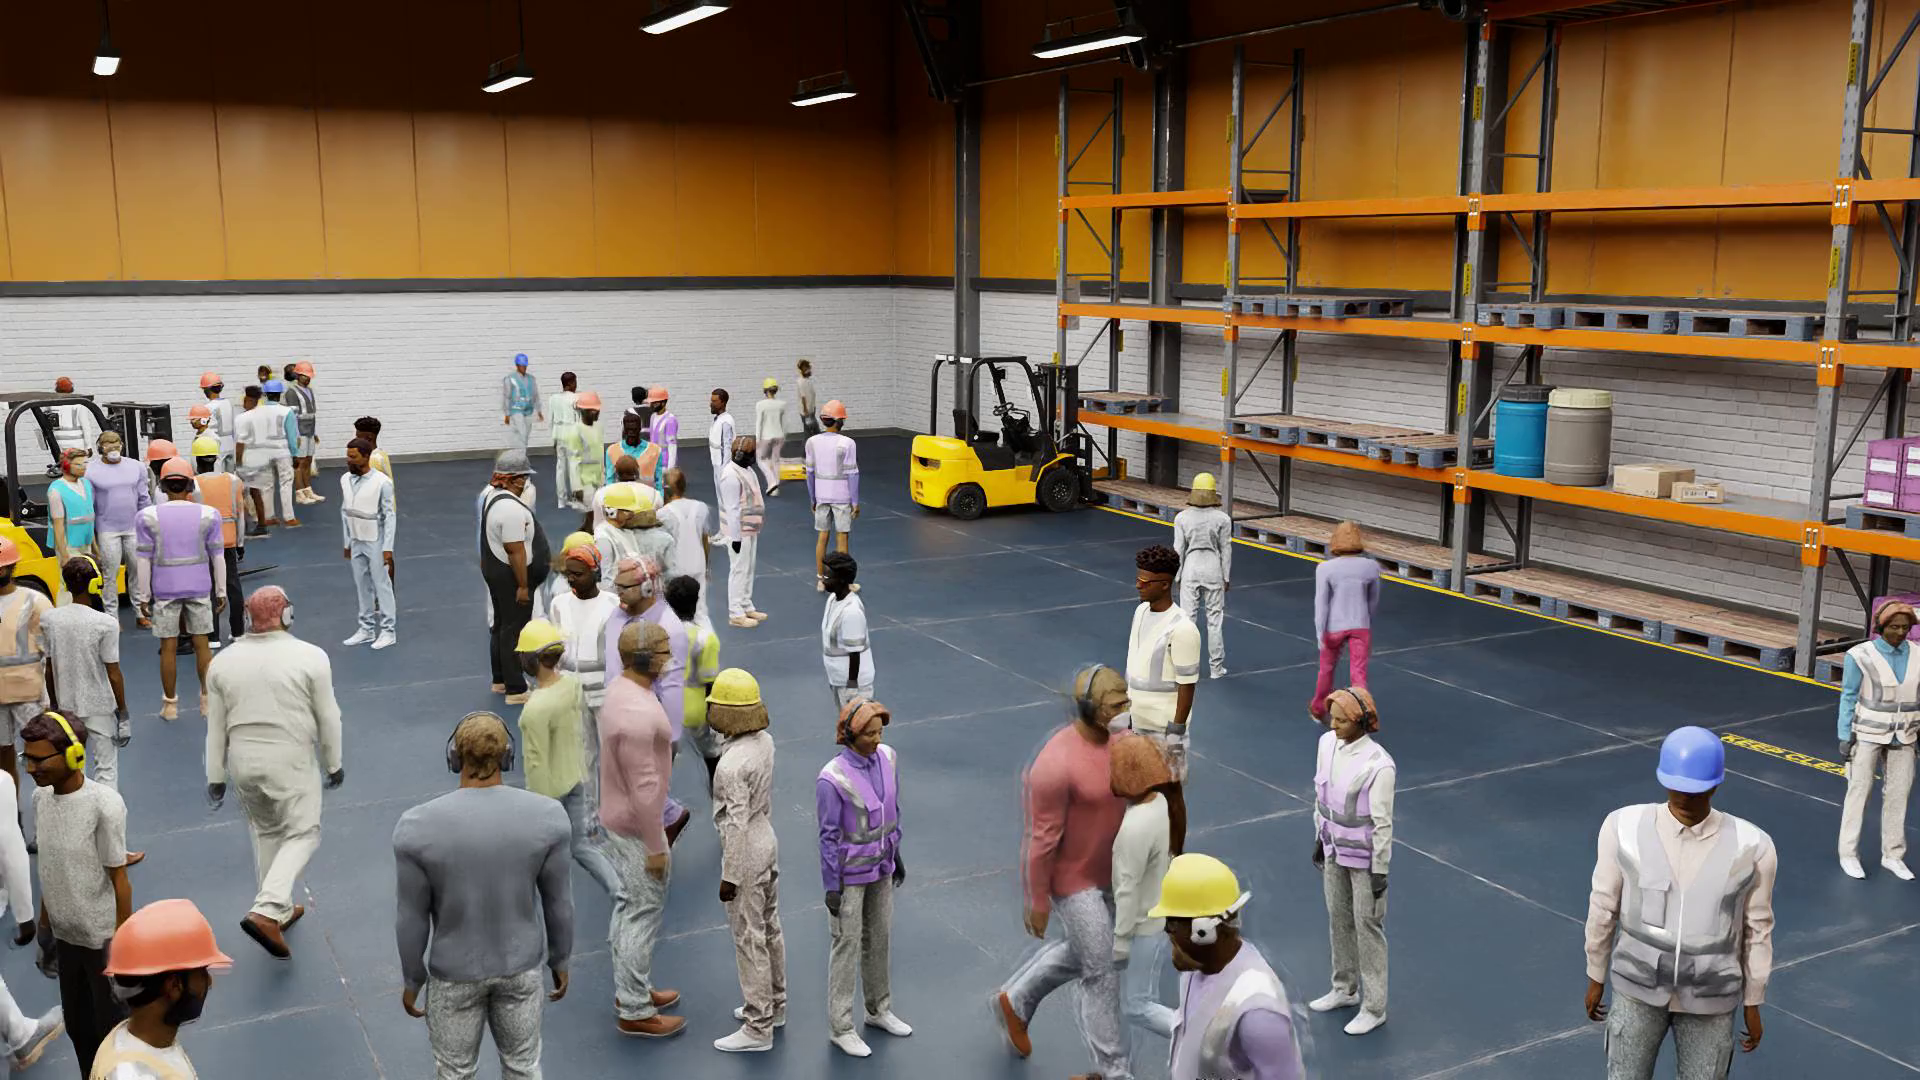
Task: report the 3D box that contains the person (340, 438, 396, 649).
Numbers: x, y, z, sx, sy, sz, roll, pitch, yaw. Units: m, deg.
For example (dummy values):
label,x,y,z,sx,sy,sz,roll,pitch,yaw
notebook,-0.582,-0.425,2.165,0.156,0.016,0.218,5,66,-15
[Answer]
label,x,y,z,sx,sy,sz,roll,pitch,yaw
person,-5.353,0.024,15.086,0.590,1.916,0.393,5,11,28

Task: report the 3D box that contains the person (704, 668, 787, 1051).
label,x,y,z,sx,sy,sz,roll,pitch,yaw
person,-0.980,1.429,7.491,0.324,1.743,0.490,2,10,11

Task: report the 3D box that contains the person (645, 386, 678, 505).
label,x,y,z,sx,sy,sz,roll,pitch,yaw
person,-3.720,-0.961,20.730,0.394,1.930,0.546,-7,12,-36

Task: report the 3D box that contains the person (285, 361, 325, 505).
label,x,y,z,sx,sy,sz,roll,pitch,yaw
person,-9.301,-1.525,23.658,0.393,2.036,0.605,1,10,6

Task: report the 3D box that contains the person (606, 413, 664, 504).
label,x,y,z,sx,sy,sz,roll,pitch,yaw
person,-3.384,-0.371,17.351,0.600,1.917,0.376,-1,10,-8

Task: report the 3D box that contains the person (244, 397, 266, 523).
label,x,y,z,sx,sy,sz,roll,pitch,yaw
person,-9.329,-1.085,21.945,0.477,1.751,0.528,3,10,17

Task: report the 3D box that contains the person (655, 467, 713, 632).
label,x,y,z,sx,sy,sz,roll,pitch,yaw
person,-2.285,0.292,13.889,0.524,1.811,0.949,-6,11,-29

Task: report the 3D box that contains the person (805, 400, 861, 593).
label,x,y,z,sx,sy,sz,roll,pitch,yaw
person,-1.314,-0.443,17.410,0.607,2.044,0.376,5,11,25

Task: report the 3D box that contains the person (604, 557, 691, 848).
label,x,y,z,sx,sy,sz,roll,pitch,yaw
person,-1.783,1.013,9.455,0.667,1.889,0.553,9,14,43

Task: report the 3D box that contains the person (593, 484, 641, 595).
label,x,y,z,sx,sy,sz,roll,pitch,yaw
person,-2.620,0.468,12.811,0.403,1.821,0.602,1,10,6

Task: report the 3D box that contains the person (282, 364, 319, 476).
label,x,y,z,sx,sy,sz,roll,pitch,yaw
person,-10.446,-1.875,26.307,0.502,1.832,0.686,-2,10,-10

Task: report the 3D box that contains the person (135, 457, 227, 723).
label,x,y,z,sx,sy,sz,roll,pitch,yaw
person,-5.947,0.378,12.727,0.619,2.029,0.410,-6,11,-30

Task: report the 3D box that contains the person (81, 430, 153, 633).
label,x,y,z,sx,sy,sz,roll,pitch,yaw
person,-7.929,-0.080,15.660,0.375,1.930,0.636,9,13,43

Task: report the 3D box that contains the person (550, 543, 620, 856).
label,x,y,z,sx,sy,sz,roll,pitch,yaw
person,-2.188,0.945,9.909,0.568,1.878,0.351,4,11,22

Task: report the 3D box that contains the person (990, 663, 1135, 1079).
label,x,y,z,sx,sy,sz,roll,pitch,yaw
person,0.487,1.427,7.060,0.936,1.908,0.639,8,13,39

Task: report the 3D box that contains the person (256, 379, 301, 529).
label,x,y,z,sx,sy,sz,roll,pitch,yaw
person,-8.852,-1.111,21.561,0.605,1.939,0.415,2,10,11

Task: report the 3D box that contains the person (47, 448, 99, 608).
label,x,y,z,sx,sy,sz,roll,pitch,yaw
person,-8.011,0.077,15.022,0.392,1.834,0.562,0,10,-1

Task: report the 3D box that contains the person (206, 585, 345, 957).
label,x,y,z,sx,sy,sz,roll,pitch,yaw
person,-3.563,1.189,8.534,0.667,1.864,0.698,1,10,7

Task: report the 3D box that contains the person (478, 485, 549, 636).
label,x,y,z,sx,sy,sz,roll,pitch,yaw
person,-4.086,0.076,15.217,0.604,1.769,0.950,-9,13,-41

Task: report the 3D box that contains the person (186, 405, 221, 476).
label,x,y,z,sx,sy,sz,roll,pitch,yaw
person,-9.089,-0.752,20.016,0.563,1.753,0.327,9,13,41

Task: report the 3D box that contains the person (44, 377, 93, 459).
label,x,y,z,sx,sy,sz,roll,pitch,yaw
person,-12.159,-1.289,22.734,0.574,1.884,0.356,-1,10,-4

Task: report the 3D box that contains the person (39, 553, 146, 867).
label,x,y,z,sx,sy,sz,roll,pitch,yaw
person,-5.029,1.005,9.610,0.512,1.861,0.325,1,10,8

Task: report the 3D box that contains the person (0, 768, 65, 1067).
label,x,y,z,sx,sy,sz,roll,pitch,yaw
person,-4.099,1.485,6.916,0.591,1.826,0.995,2,10,10

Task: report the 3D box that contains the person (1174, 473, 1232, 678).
label,x,y,z,sx,sy,sz,roll,pitch,yaw
person,2.044,0.301,14.006,0.484,1.738,0.305,3,10,14

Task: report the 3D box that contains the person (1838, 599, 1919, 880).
label,x,y,z,sx,sy,sz,roll,pitch,yaw
person,5.273,1.135,9.512,0.527,1.630,0.314,0,10,-1

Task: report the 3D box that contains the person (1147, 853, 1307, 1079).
label,x,y,z,sx,sy,sz,roll,pitch,yaw
person,0.816,1.829,5.067,0.872,1.779,0.616,-1,10,-4

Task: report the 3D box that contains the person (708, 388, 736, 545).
label,x,y,z,sx,sy,sz,roll,pitch,yaw
person,-2.902,-0.900,20.387,0.388,1.921,0.593,-4,10,-19

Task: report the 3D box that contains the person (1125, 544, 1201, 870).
label,x,y,z,sx,sy,sz,roll,pitch,yaw
person,1.105,0.992,9.363,0.367,1.966,0.606,-4,11,-23

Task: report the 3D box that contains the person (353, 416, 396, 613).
label,x,y,z,sx,sy,sz,roll,pitch,yaw
person,-5.808,-0.257,16.553,0.372,1.966,0.608,-2,10,-14

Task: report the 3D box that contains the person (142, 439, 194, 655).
label,x,y,z,sx,sy,sz,roll,pitch,yaw
person,-7.016,0.064,14.819,0.388,1.930,0.544,0,10,-2

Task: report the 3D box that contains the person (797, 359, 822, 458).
label,x,y,z,sx,sy,sz,roll,pitch,yaw
person,-2.495,-2.067,27.393,0.386,1.827,0.629,3,10,15

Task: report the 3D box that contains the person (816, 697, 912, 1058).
label,x,y,z,sx,sy,sz,roll,pitch,yaw
person,-0.446,1.493,7.450,0.321,1.631,0.527,7,12,34

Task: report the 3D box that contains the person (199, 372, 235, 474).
label,x,y,z,sx,sy,sz,roll,pitch,yaw
person,-9.560,-1.137,21.407,0.382,2.039,0.615,1,10,4

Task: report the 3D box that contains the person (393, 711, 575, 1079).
label,x,y,z,sx,sy,sz,roll,pitch,yaw
person,-1.733,1.577,6.128,0.636,1.928,0.380,-4,11,-23

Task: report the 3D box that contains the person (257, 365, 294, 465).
label,x,y,z,sx,sy,sz,roll,pitch,yaw
person,-10.679,-1.809,25.830,0.547,1.847,0.560,4,11,22

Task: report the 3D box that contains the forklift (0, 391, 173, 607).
label,x,y,z,sx,sy,sz,roll,pitch,yaw
forklift,-9.026,-0.363,16.508,1.214,2.155,2.313,6,11,29

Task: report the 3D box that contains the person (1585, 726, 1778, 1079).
label,x,y,z,sx,sy,sz,roll,pitch,yaw
person,2.553,1.596,5.947,0.616,1.942,0.408,4,11,24

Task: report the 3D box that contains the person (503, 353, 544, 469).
label,x,y,z,sx,sy,sz,roll,pitch,yaw
person,-7.095,-2.085,27.221,0.728,1.923,0.611,7,12,35

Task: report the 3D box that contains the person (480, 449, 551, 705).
label,x,y,z,sx,sy,sz,roll,pitch,yaw
person,-3.542,0.270,13.306,0.536,2.000,0.684,-6,11,-29

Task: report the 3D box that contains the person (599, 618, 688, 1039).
label,x,y,z,sx,sy,sz,roll,pitch,yaw
person,-1.471,1.309,7.632,0.357,1.937,0.641,-3,10,-16

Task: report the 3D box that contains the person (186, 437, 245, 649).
label,x,y,z,sx,sy,sz,roll,pitch,yaw
person,-6.752,0.027,15.034,0.366,1.927,0.585,7,12,37

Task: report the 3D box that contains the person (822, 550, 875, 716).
label,x,y,z,sx,sy,sz,roll,pitch,yaw
person,-0.724,0.896,10.741,0.326,1.689,0.544,-3,10,-16

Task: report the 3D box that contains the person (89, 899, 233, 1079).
label,x,y,z,sx,sy,sz,roll,pitch,yaw
person,-2.102,1.900,4.326,0.519,1.911,0.618,-5,11,-27

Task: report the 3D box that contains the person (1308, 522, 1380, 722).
label,x,y,z,sx,sy,sz,roll,pitch,yaw
person,2.854,0.659,12.352,0.513,1.595,0.830,0,10,-2

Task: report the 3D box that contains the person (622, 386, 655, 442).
label,x,y,z,sx,sy,sz,roll,pitch,yaw
person,-4.587,-1.352,23.709,0.736,1.666,0.550,9,13,42

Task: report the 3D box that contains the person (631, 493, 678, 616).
label,x,y,z,sx,sy,sz,roll,pitch,yaw
person,-2.466,0.478,13.126,0.504,1.695,0.877,-4,11,-21

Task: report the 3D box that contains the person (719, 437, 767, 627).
label,x,y,z,sx,sy,sz,roll,pitch,yaw
person,-2.081,-0.081,15.940,0.429,1.831,0.639,1,10,7

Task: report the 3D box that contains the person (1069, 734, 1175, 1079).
label,x,y,z,sx,sy,sz,roll,pitch,yaw
person,0.809,1.594,6.904,0.673,1.602,0.506,3,10,15

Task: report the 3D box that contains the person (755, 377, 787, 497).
label,x,y,z,sx,sy,sz,roll,pitch,yaw
person,-2.777,-1.498,24.304,0.550,1.751,0.363,-8,13,-38

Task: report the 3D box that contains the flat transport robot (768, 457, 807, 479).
label,x,y,z,sx,sy,sz,roll,pitch,yaw
flat transport robot,-2.742,-1.158,26.615,0.652,0.197,1.431,-2,10,-12

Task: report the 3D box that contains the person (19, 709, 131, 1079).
label,x,y,z,sx,sy,sz,roll,pitch,yaw
person,-3.398,1.557,6.443,0.521,1.857,0.343,5,11,27

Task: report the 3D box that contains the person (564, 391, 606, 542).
label,x,y,z,sx,sy,sz,roll,pitch,yaw
person,-4.239,-0.681,18.836,0.570,2.026,0.624,4,11,21

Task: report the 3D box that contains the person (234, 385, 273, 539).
label,x,y,z,sx,sy,sz,roll,pitch,yaw
person,-8.862,-0.946,20.650,0.491,1.925,0.695,2,10,12

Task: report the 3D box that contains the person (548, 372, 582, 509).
label,x,y,z,sx,sy,sz,roll,pitch,yaw
person,-5.482,-1.391,23.240,0.590,1.913,0.396,5,11,28

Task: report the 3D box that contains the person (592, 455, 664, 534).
label,x,y,z,sx,sy,sz,roll,pitch,yaw
person,-2.931,0.129,14.842,0.644,1.786,0.972,-1,10,-8

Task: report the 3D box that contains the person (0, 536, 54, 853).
label,x,y,z,sx,sy,sz,roll,pitch,yaw
person,-5.656,0.923,9.898,0.552,1.933,0.403,0,10,2

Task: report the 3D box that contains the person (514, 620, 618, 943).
label,x,y,z,sx,sy,sz,roll,pitch,yaw
person,-2.061,1.261,8.539,0.856,1.738,0.521,2,10,13

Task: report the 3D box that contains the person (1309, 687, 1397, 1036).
label,x,y,z,sx,sy,sz,roll,pitch,yaw
person,1.809,1.460,7.655,0.323,1.630,0.504,-4,11,-22

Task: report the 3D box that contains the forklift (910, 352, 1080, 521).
label,x,y,z,sx,sy,sz,roll,pitch,yaw
forklift,0.460,-1.461,22.833,2.313,2.155,1.214,-5,11,-28
